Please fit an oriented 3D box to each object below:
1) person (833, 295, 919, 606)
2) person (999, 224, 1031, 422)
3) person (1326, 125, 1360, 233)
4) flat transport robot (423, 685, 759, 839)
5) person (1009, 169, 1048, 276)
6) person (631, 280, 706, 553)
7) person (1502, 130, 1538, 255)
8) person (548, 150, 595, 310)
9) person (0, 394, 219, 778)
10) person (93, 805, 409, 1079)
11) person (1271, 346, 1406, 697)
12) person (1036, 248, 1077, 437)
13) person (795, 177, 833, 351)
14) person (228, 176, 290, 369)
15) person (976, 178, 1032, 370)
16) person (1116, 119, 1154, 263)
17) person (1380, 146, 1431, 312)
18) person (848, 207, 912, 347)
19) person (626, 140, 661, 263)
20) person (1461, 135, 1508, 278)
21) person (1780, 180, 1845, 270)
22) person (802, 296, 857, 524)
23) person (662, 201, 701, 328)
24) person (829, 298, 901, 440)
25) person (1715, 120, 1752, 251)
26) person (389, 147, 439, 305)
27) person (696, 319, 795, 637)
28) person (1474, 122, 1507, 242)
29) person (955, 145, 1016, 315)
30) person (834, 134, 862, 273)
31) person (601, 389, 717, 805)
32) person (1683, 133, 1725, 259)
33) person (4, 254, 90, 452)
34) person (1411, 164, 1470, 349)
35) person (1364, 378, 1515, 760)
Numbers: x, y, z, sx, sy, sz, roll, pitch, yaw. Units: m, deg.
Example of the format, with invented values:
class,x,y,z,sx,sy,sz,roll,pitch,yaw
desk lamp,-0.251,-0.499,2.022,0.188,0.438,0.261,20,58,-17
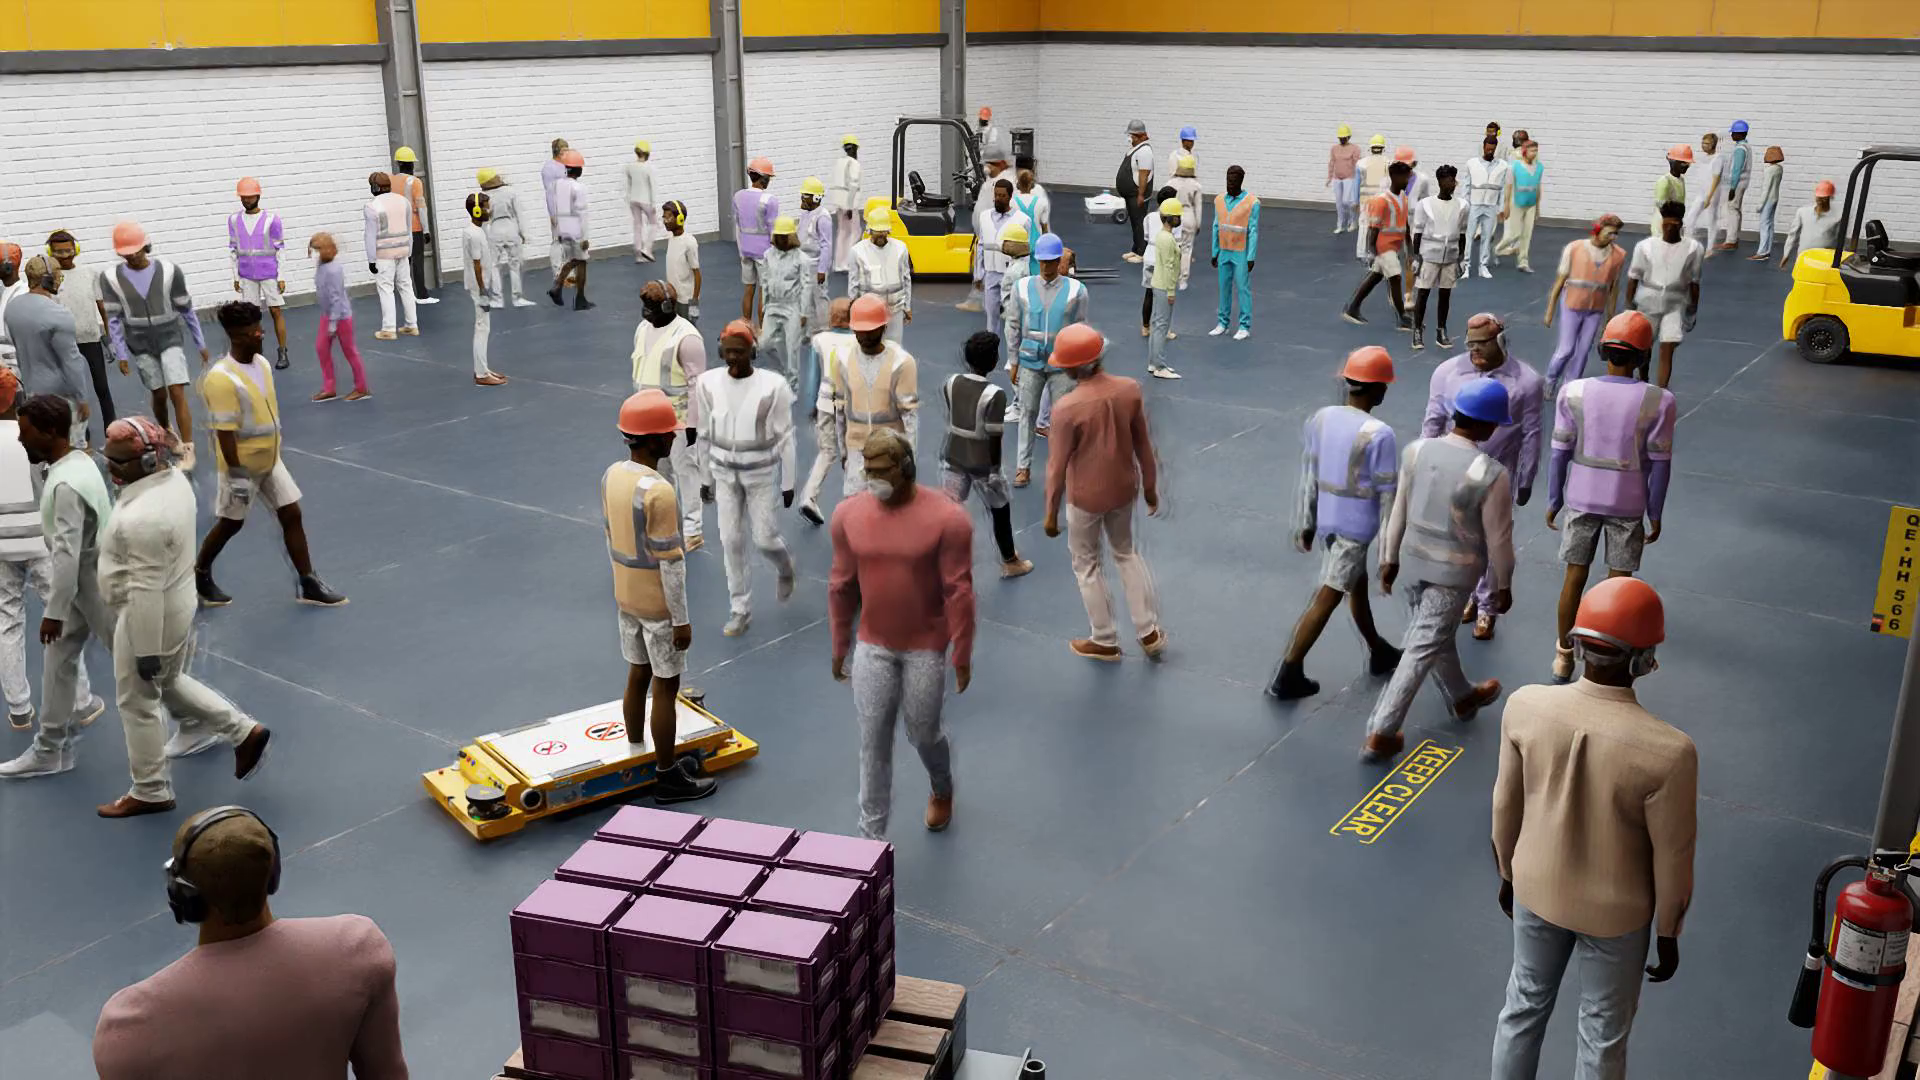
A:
class,x,y,z,sx,sy,sz,roll,pitch,yaw
person,-0.527,-0.539,10.158,0.569,1.896,0.881,3,18,10
person,0.480,-1.923,14.747,0.283,1.746,0.493,2,18,5
person,6.233,-5.860,27.059,0.543,1.748,0.418,16,24,41
flat transport robot,-1.742,1.021,7.920,1.431,0.197,0.652,-13,22,-36
person,0.737,-3.213,18.636,0.505,1.839,0.344,-1,18,-5
person,-1.963,-0.825,11.161,0.625,1.843,0.430,16,24,42
person,8.299,-5.178,24.799,0.631,1.832,0.429,-13,22,-35
person,-4.699,-3.727,20.107,0.561,1.918,0.542,12,21,33
person,-4.124,0.222,7.865,1.007,1.868,0.595,-10,20,-29
person,-1.544,1.489,3.764,0.636,1.938,0.358,-15,23,-40
person,2.087,-0.092,8.808,1.013,1.883,0.568,-8,20,-24
person,0.835,-1.684,14.204,0.291,1.623,0.500,7,19,22
person,-1.574,-2.957,17.836,0.404,1.837,0.592,-9,20,-26
person,-7.102,-2.696,16.850,0.545,1.942,0.349,-1,18,-3
person,0.437,-2.694,16.877,0.592,1.922,0.392,10,20,28
person,2.521,-5.059,24.082,0.535,2.000,0.680,-2,18,-6
person,5.348,-3.748,20.058,0.638,1.980,0.982,2,18,5
person,-0.733,-2.159,15.373,0.602,1.820,0.403,-6,19,-18
person,-4.549,-4.851,23.903,0.537,1.756,0.369,8,19,23
person,7.108,-4.526,22.621,0.587,1.914,0.392,0,18,-1
person,9.701,-3.224,18.887,0.914,1.709,0.574,-17,24,-42
person,-0.878,-0.920,11.841,0.535,1.604,0.761,8,19,22
person,-2.586,-2.218,15.480,0.310,1.864,0.534,-12,22,-34
person,-0.615,-0.809,11.355,0.540,1.677,0.434,-5,18,-16
person,11.763,-5.378,25.246,0.412,1.938,0.610,10,20,29
person,-6.798,-3.879,20.573,0.594,1.925,0.369,9,20,25
person,-1.231,-0.392,9.771,0.592,1.871,0.595,4,18,13
person,8.297,-5.615,26.123,0.333,1.859,0.509,-15,23,-40
person,0.322,-3.692,19.804,0.772,2.000,0.715,-7,19,-20
person,-1.561,-4.655,23.070,0.544,1.880,0.605,-12,21,-33
person,-1.386,0.263,7.601,0.358,1.937,0.549,-14,23,-38
person,10.802,-4.993,24.232,0.804,1.811,0.528,-5,18,-16
person,-6.349,-1.033,11.679,0.635,1.928,0.382,9,20,25
person,5.151,-3.040,17.885,0.608,1.966,0.363,-1,18,-4
person,2.404,0.132,8.099,1.026,1.879,0.629,-11,21,-31
